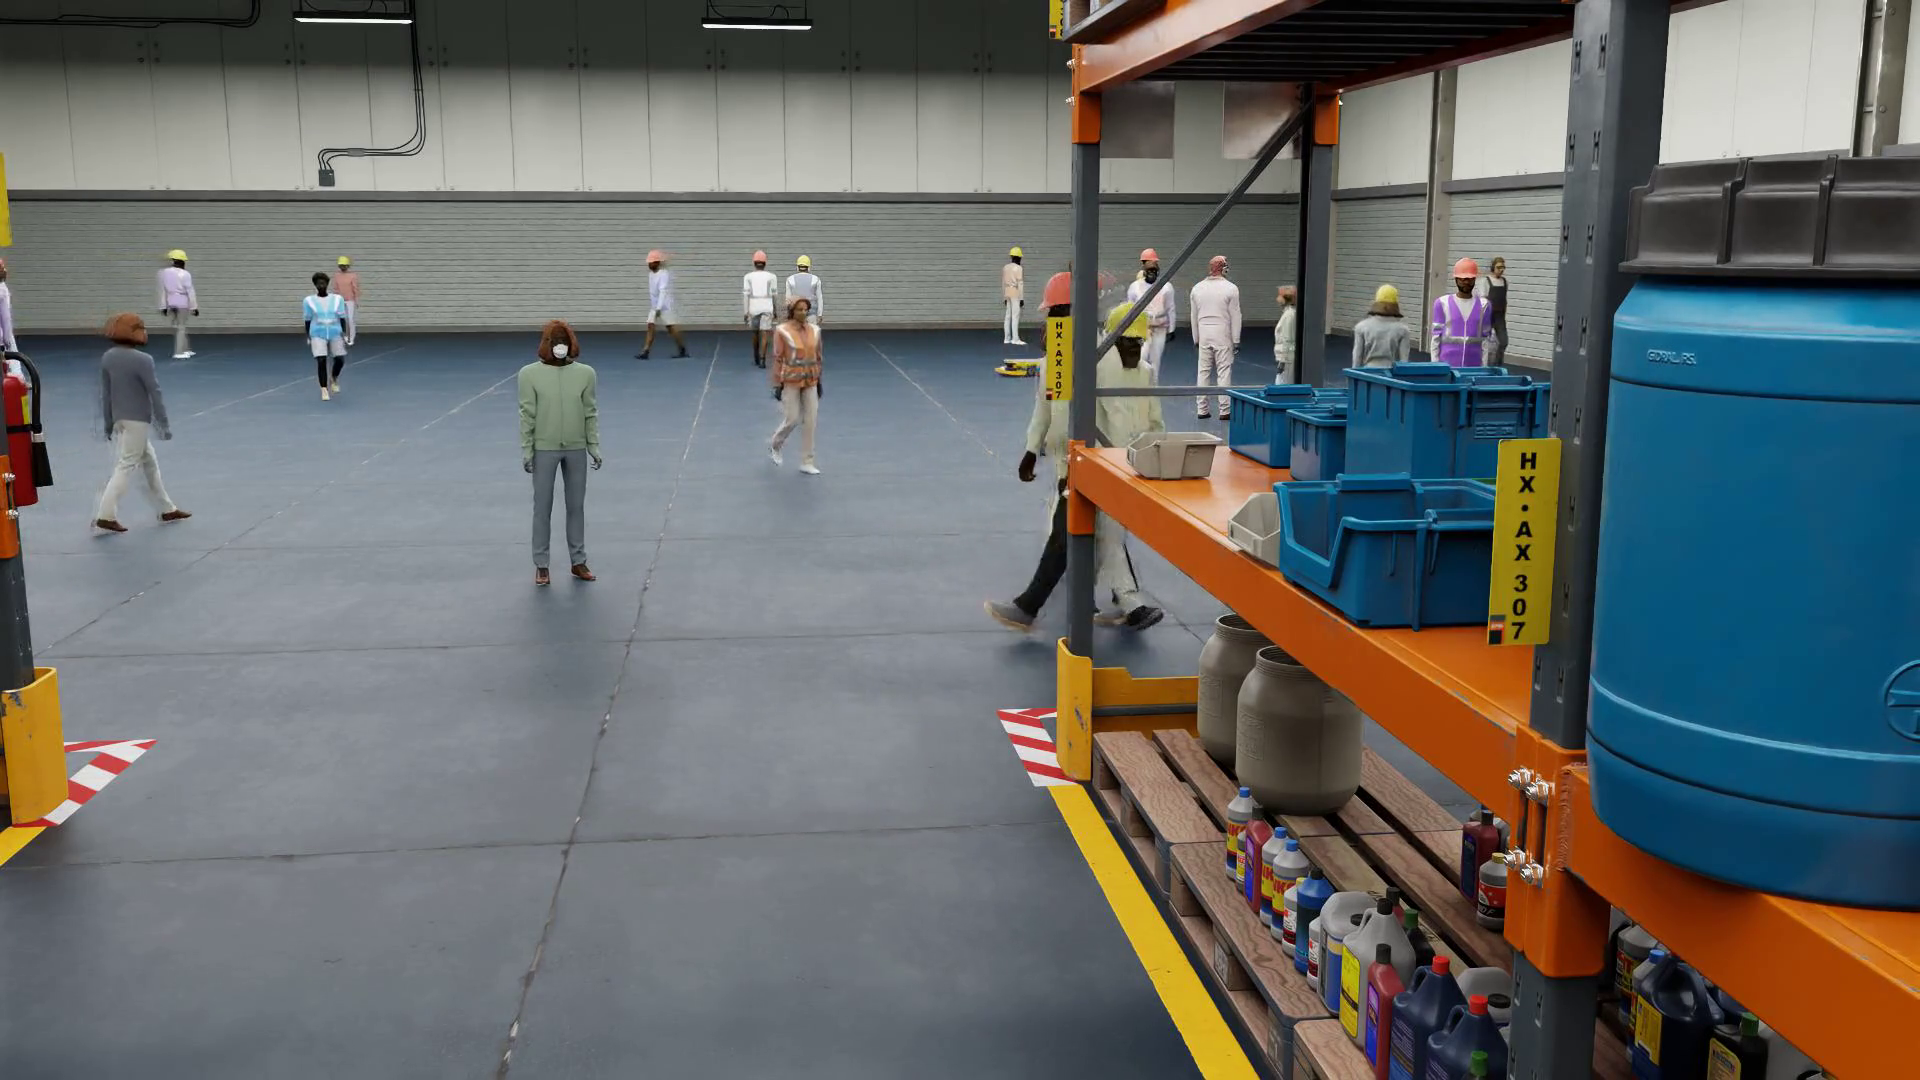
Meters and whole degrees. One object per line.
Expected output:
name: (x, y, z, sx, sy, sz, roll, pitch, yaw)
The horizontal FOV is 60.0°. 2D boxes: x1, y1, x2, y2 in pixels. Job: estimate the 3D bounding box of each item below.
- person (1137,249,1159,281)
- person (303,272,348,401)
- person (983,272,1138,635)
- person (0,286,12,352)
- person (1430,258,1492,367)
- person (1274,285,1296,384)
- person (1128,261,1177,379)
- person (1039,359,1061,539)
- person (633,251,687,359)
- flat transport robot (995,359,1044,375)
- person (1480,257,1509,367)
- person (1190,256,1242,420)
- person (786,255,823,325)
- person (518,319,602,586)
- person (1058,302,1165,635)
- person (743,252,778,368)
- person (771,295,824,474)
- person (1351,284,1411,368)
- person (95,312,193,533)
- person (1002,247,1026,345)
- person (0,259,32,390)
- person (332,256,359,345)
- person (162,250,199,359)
person: (2.994, -3.673, 26.587, 0.361, 1.939, 0.543, 3, 11, 16)
person: (-8.309, -2.667, 21.767, 0.545, 1.681, 0.446, -5, 12, -27)
person: (0.575, -0.452, 8.925, 1.067, 1.930, 0.605, -5, 11, -24)
person: (-11.579, -2.383, 19.666, 0.649, 1.892, 0.593, -8, 13, -39)
person: (4.612, -1.620, 15.335, 0.542, 1.939, 0.363, 1, 10, 3)
person: (3.532, -1.920, 17.842, 0.577, 1.625, 0.538, 2, 11, 12)
person: (2.538, -2.752, 21.890, 0.631, 1.814, 0.791, -1, 10, -3)
person: (0.752, -0.656, 10.936, 0.517, 1.614, 0.523, -6, 12, -30)
person: (-5.241, -4.100, 29.117, 1.013, 1.886, 0.560, -10, 14, -42)
flat transport robot: (1.317, -2.693, 25.788, 1.431, 0.197, 0.652, -3, 11, -16)
person: (7.997, -3.309, 24.908, 0.521, 1.828, 0.547, -2, 11, -13)
person: (3.011, -2.353, 19.442, 0.641, 1.909, 0.409, 8, 13, 37)
person: (-2.531, -3.704, 27.047, 0.596, 1.831, 0.403, 0, 10, -2)
person: (-2.464, -0.543, 10.263, 0.498, 1.634, 0.278, -6, 12, -29)
person: (0.881, -0.389, 9.026, 0.604, 1.771, 0.947, -7, 12, -33)
person: (-3.259, -3.775, 27.307, 0.559, 1.879, 1.013, 0, 10, -1)
person: (-1.483, -1.406, 15.039, 0.516, 1.624, 0.491, -8, 13, -37)
person: (3.698, -1.385, 14.642, 0.501, 1.722, 0.619, 2, 10, 9)
person: (-6.033, -0.863, 12.134, 0.515, 1.591, 0.846, 6, 12, 29)
person: (1.085, -4.839, 33.014, 0.382, 1.924, 0.594, -7, 12, -33)
person: (-13.440, -2.984, 23.108, 0.915, 1.846, 0.582, 0, 10, -1)
person: (-12.092, -4.693, 32.682, 0.560, 1.743, 0.557, 1, 10, 3)
person: (-13.688, -4.156, 29.354, 0.618, 1.894, 0.777, 4, 11, 19)
